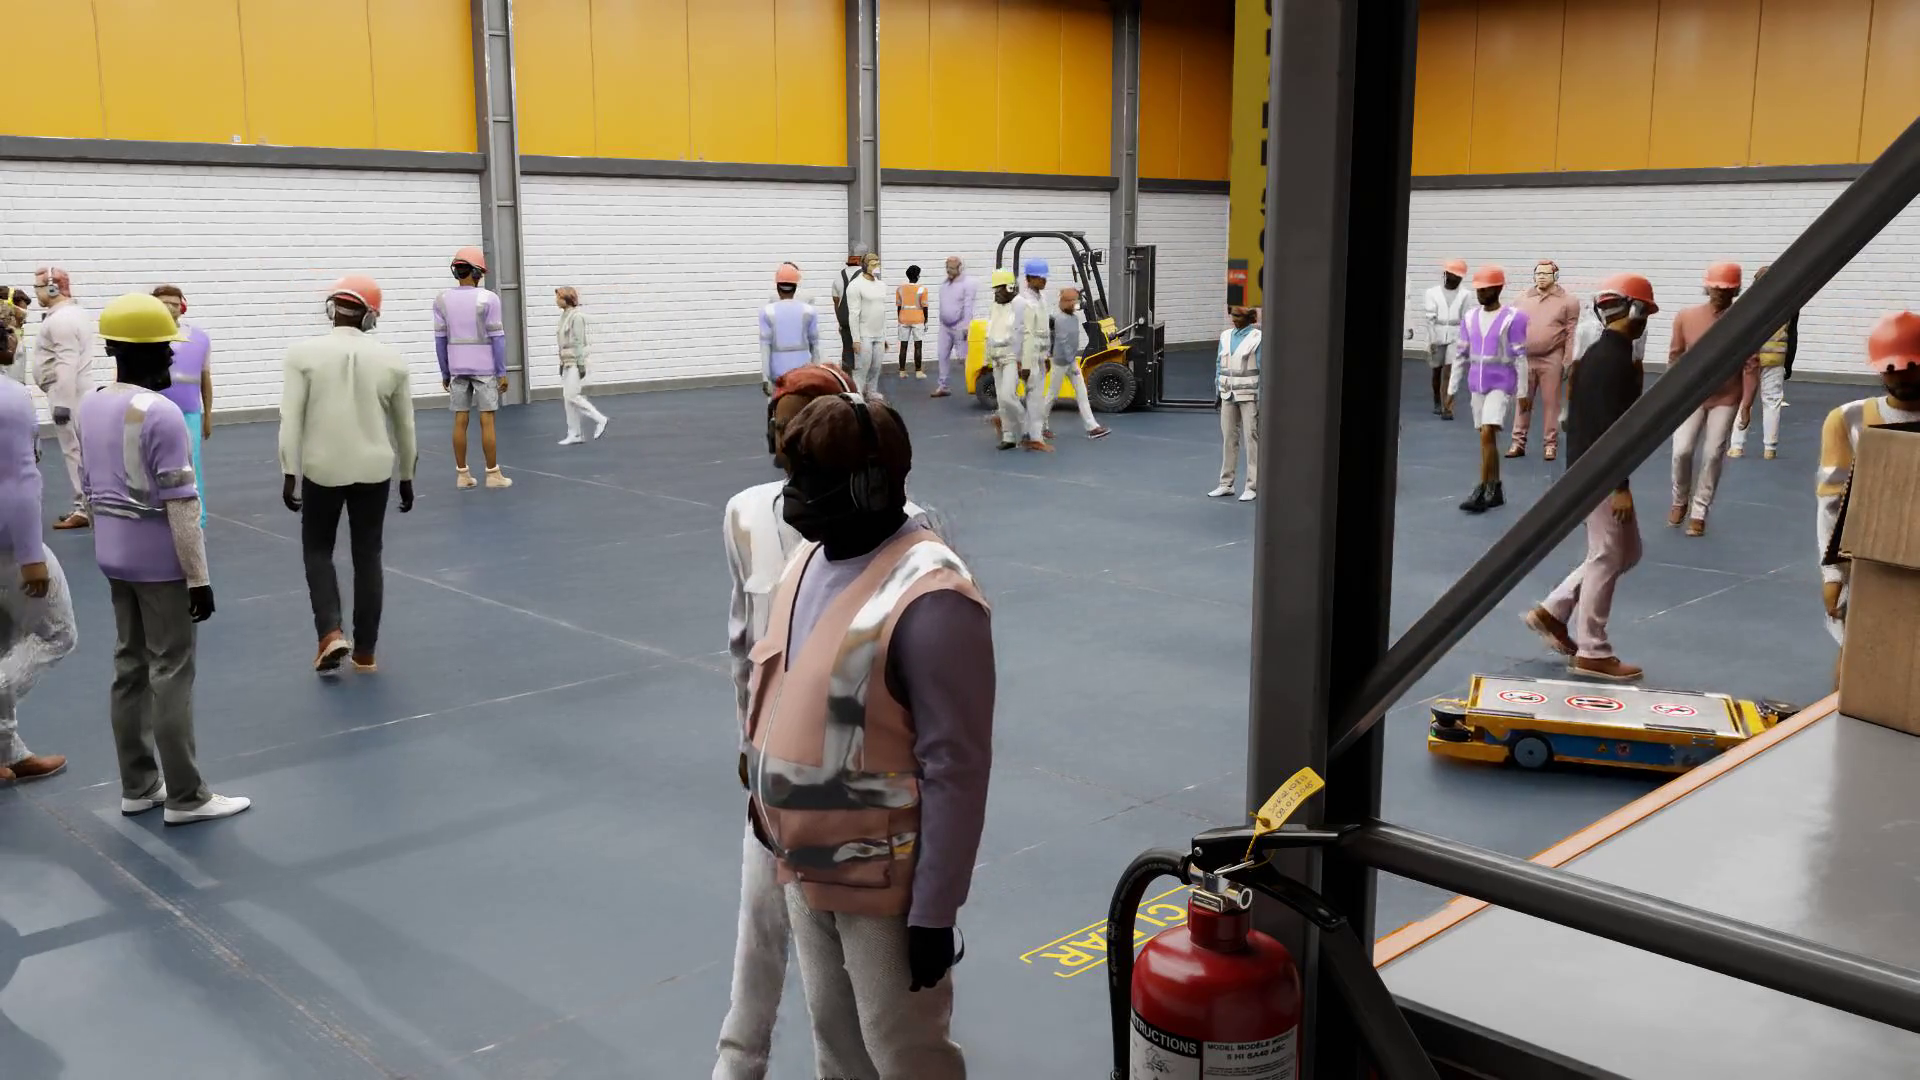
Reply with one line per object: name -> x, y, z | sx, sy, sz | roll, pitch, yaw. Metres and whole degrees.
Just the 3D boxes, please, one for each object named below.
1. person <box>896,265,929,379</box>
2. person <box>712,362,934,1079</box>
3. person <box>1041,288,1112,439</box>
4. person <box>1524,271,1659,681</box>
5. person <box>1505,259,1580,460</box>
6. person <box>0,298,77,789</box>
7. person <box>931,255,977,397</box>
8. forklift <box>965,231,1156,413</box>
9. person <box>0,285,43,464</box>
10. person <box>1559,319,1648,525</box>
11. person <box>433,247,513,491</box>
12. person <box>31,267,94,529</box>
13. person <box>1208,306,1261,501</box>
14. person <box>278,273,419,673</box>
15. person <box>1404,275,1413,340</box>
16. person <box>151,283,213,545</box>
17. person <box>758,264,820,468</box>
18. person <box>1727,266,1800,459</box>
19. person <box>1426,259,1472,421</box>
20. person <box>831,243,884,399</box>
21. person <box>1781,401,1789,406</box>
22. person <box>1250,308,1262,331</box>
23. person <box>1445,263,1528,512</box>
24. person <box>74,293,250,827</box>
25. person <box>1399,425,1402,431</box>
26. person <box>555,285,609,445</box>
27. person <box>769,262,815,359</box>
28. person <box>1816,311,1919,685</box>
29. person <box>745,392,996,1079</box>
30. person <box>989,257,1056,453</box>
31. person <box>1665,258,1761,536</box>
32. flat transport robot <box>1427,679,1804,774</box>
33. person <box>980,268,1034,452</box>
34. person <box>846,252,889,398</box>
person -> -0.702, -3.232, 24.729 | 0.530, 1.691, 0.318 | 4, 11, 20
person -> -0.336, 0.499, 3.999 | 0.598, 1.838, 0.901 | 4, 11, 23
person -> 1.152, -1.823, 17.318 | 0.843, 1.580, 0.510 | 6, 12, 31
person -> 3.108, -0.306, 8.041 | 0.470, 1.964, 0.602 | 4, 11, 22
person -> 5.532, -1.715, 15.865 | 0.643, 1.909, 0.410 | 7, 12, 32
person -> -3.672, 0.027, 6.317 | 0.652, 1.921, 0.467 | 7, 13, 35
person -> -0.019, -2.839, 22.086 | 0.640, 1.874, 0.764 | 8, 13, 38
forklift -> 1.222, -2.721, 20.561 | 2.313, 2.155, 1.214 | 2, 11, 13
person -> -5.944, -0.625, 10.153 | 0.339, 1.832, 0.684 | 4, 11, 19
person -> 4.645, -0.977, 12.042 | 0.566, 1.843, 0.786 | 3, 11, 16
person -> -4.070, -1.424, 13.930 | 0.605, 2.034, 0.391 | 2, 11, 10
person -> -6.550, -1.038, 12.175 | 0.403, 1.904, 0.651 | -4, 11, -19
person -> 2.268, -1.136, 13.435 | 0.309, 1.640, 0.513 | -9, 14, -41
person -> -2.985, -0.320, 8.162 | 0.654, 1.942, 0.636 | -6, 12, -28
person -> 5.605, -2.841, 21.784 | 0.657, 2.006, 0.868 | 2, 11, 11
person -> -5.547, -0.900, 11.697 | 0.577, 1.815, 0.918 | -6, 12, -28
person -> -1.527, -1.533, 14.942 | 0.553, 1.890, 1.016 | -2, 11, -10
person -> 7.656, -1.695, 15.930 | 0.627, 1.844, 0.429 | 3, 11, 16
person -> 5.711, -2.357, 19.534 | 0.534, 1.874, 1.055 | 2, 11, 12
person -> -1.292, -2.832, 21.586 | 0.681, 2.000, 0.536 | 7, 12, 33
person -> 10.337, -2.563, 20.873 | 0.324, 1.765, 0.533 | 4, 11, 20
person -> 4.186, -3.004, 22.907 | 0.608, 1.890, 0.681 | -2, 11, -8
person -> 4.033, -1.171, 12.882 | 0.823, 1.905, 0.571 | -8, 13, -37
person -> -2.920, 0.078, 6.028 | 0.588, 1.927, 0.365 | 6, 12, 31
person -> 4.430, -2.080, 17.884 | 0.835, 1.910, 0.659 | -3, 11, -18
person -> -3.902, -1.777, 16.944 | 0.429, 1.624, 0.542 | -7, 12, -33
person -> -1.804, -2.054, 17.886 | 0.524, 1.842, 0.512 | 0, 10, -2
person -> 3.438, 0.095, 6.144 | 0.543, 1.874, 1.071 | 5, 11, 24
person -> -0.195, 0.634, 3.235 | 0.429, 1.842, 0.627 | -6, 12, -31
person -> 0.635, -1.835, 16.466 | 0.739, 1.924, 0.623 | 6, 12, 30
person -> 5.290, -0.991, 11.733 | 0.629, 1.965, 0.452 | 5, 12, 26
flat transport robot -> 2.679, 0.765, 6.801 | 1.431, 0.197, 0.652 | 4, 11, 19
person -> 0.468, -1.761, 16.388 | 0.416, 1.809, 0.599 | -8, 13, -36
person -> -1.032, -2.304, 18.991 | 0.373, 1.940, 0.628 | 7, 12, 33
